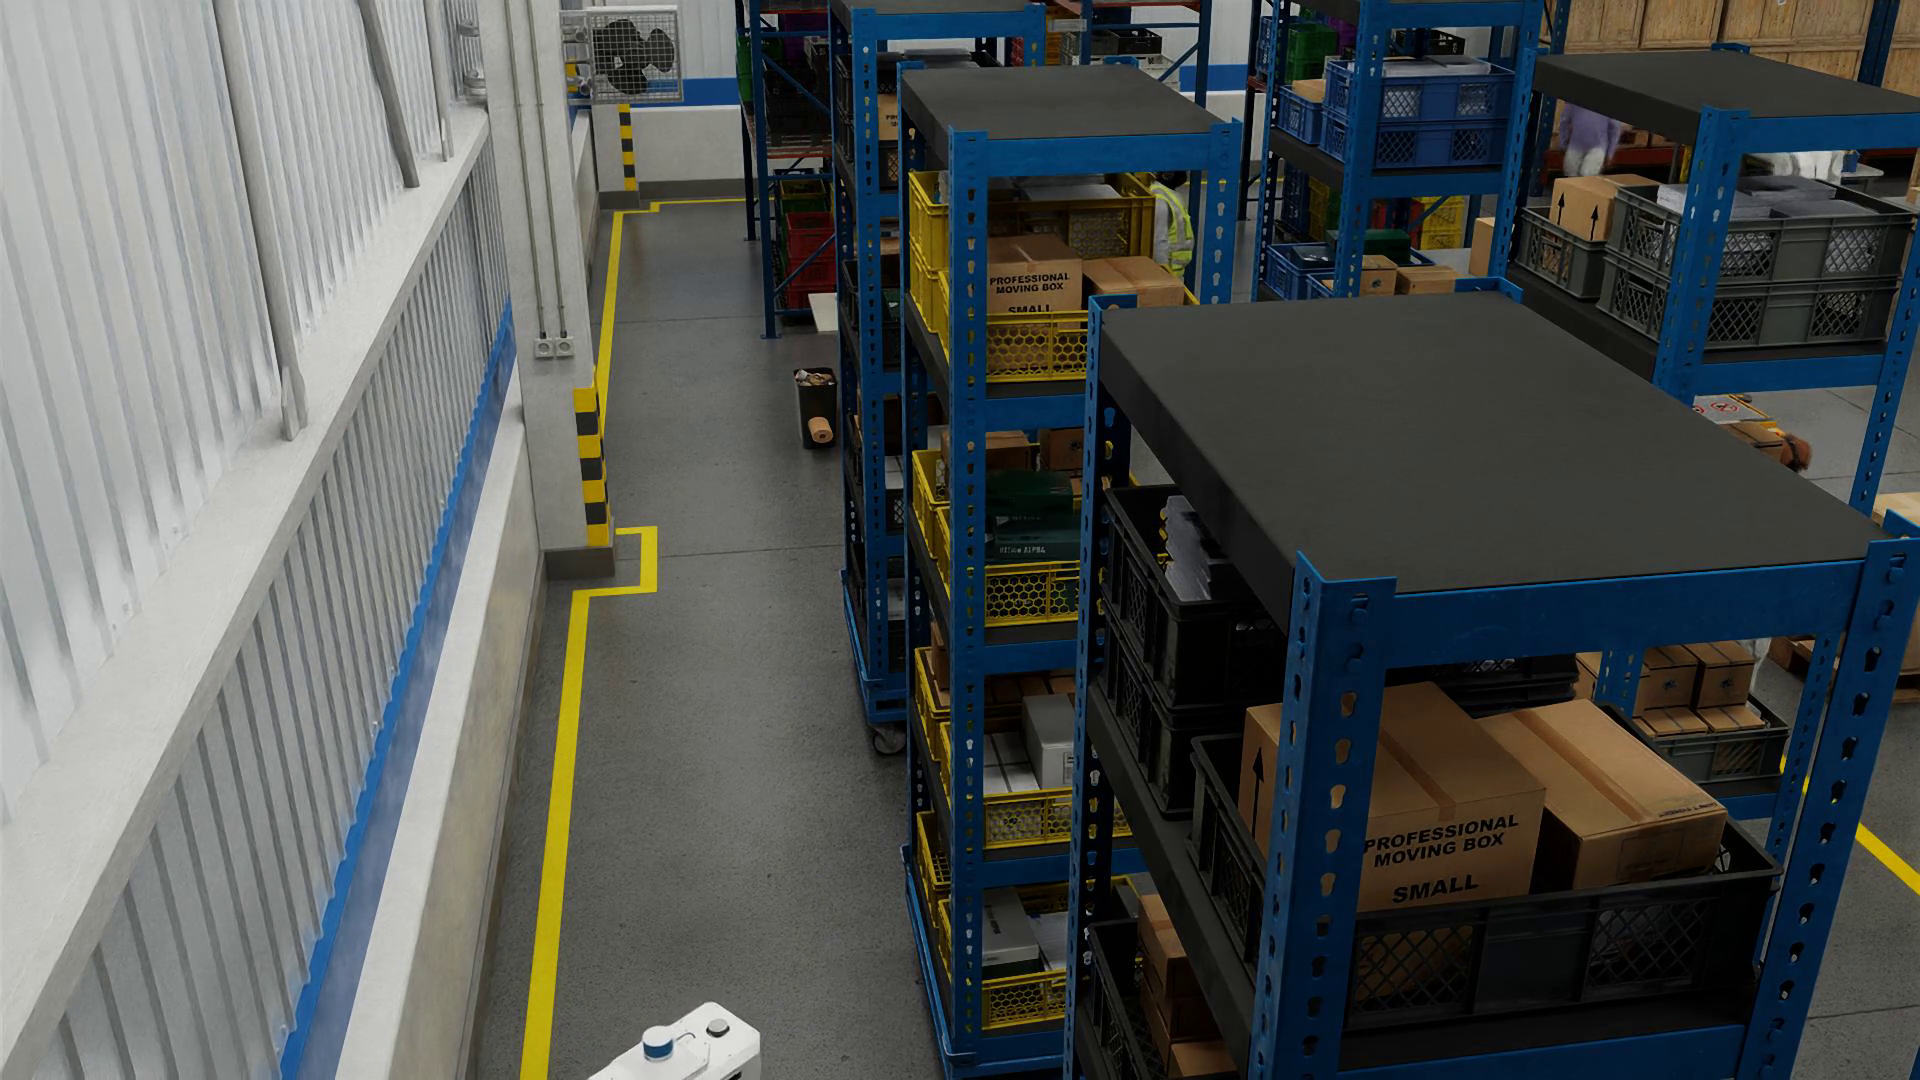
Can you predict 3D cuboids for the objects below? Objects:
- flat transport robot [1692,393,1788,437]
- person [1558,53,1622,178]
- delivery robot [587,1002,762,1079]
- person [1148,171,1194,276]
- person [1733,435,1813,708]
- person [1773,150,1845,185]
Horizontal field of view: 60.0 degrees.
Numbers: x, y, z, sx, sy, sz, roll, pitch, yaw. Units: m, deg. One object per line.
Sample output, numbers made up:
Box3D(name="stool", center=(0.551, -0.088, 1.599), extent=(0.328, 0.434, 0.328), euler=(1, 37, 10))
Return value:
Box3D(name="flat transport robot", center=(5.224, -0.859, 12.132), extent=(1.431, 0.197, 0.652), euler=(-4, 25, -8))
Box3D(name="person", center=(6.484, -4.055, 17.126), extent=(0.640, 1.920, 0.661), euler=(18, 30, 34))
Box3D(name="delivery robot", center=(-1.020, 1.890, 5.713), extent=(0.477, 0.478, 0.707), euler=(20, 32, 37))
Box3D(name="person", center=(1.606, -2.127, 13.024), extent=(0.429, 1.844, 0.623), euler=(4, 25, 9))
Box3D(name="person", center=(3.823, 0.267, 8.068), extent=(0.311, 1.631, 0.506), euler=(-6, 25, -12))
Box3D(name="person", center=(7.486, -2.967, 14.816), extent=(0.593, 1.872, 0.646), euler=(1, 25, 1))
